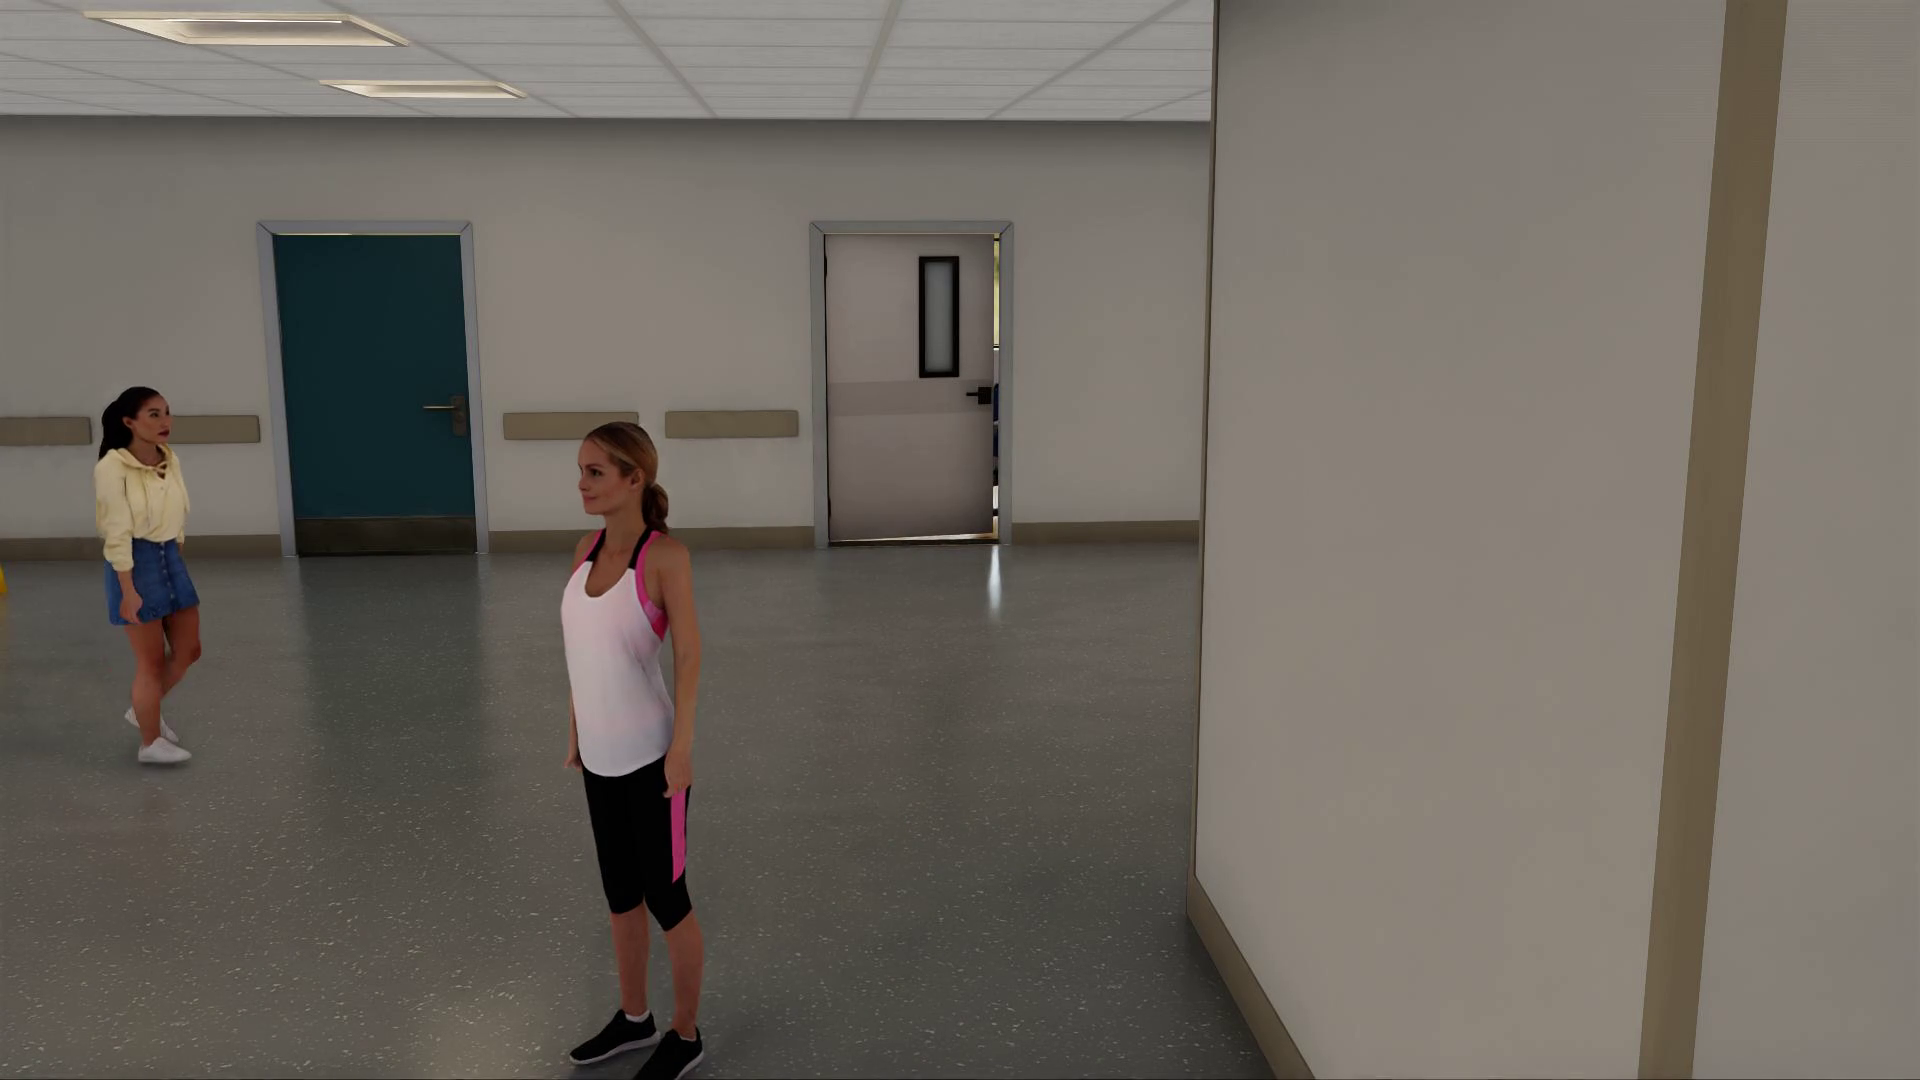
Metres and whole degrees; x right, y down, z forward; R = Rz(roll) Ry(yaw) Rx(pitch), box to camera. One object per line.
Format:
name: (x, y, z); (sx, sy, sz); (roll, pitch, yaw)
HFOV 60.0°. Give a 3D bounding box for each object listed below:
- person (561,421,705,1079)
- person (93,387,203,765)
person: (-0.857, 0.572, 4.425); (0.675, 1.786, 0.744); (8, 14, 37)
person: (-3.501, 0.164, 7.028); (0.782, 1.617, 0.760); (4, 11, 18)
